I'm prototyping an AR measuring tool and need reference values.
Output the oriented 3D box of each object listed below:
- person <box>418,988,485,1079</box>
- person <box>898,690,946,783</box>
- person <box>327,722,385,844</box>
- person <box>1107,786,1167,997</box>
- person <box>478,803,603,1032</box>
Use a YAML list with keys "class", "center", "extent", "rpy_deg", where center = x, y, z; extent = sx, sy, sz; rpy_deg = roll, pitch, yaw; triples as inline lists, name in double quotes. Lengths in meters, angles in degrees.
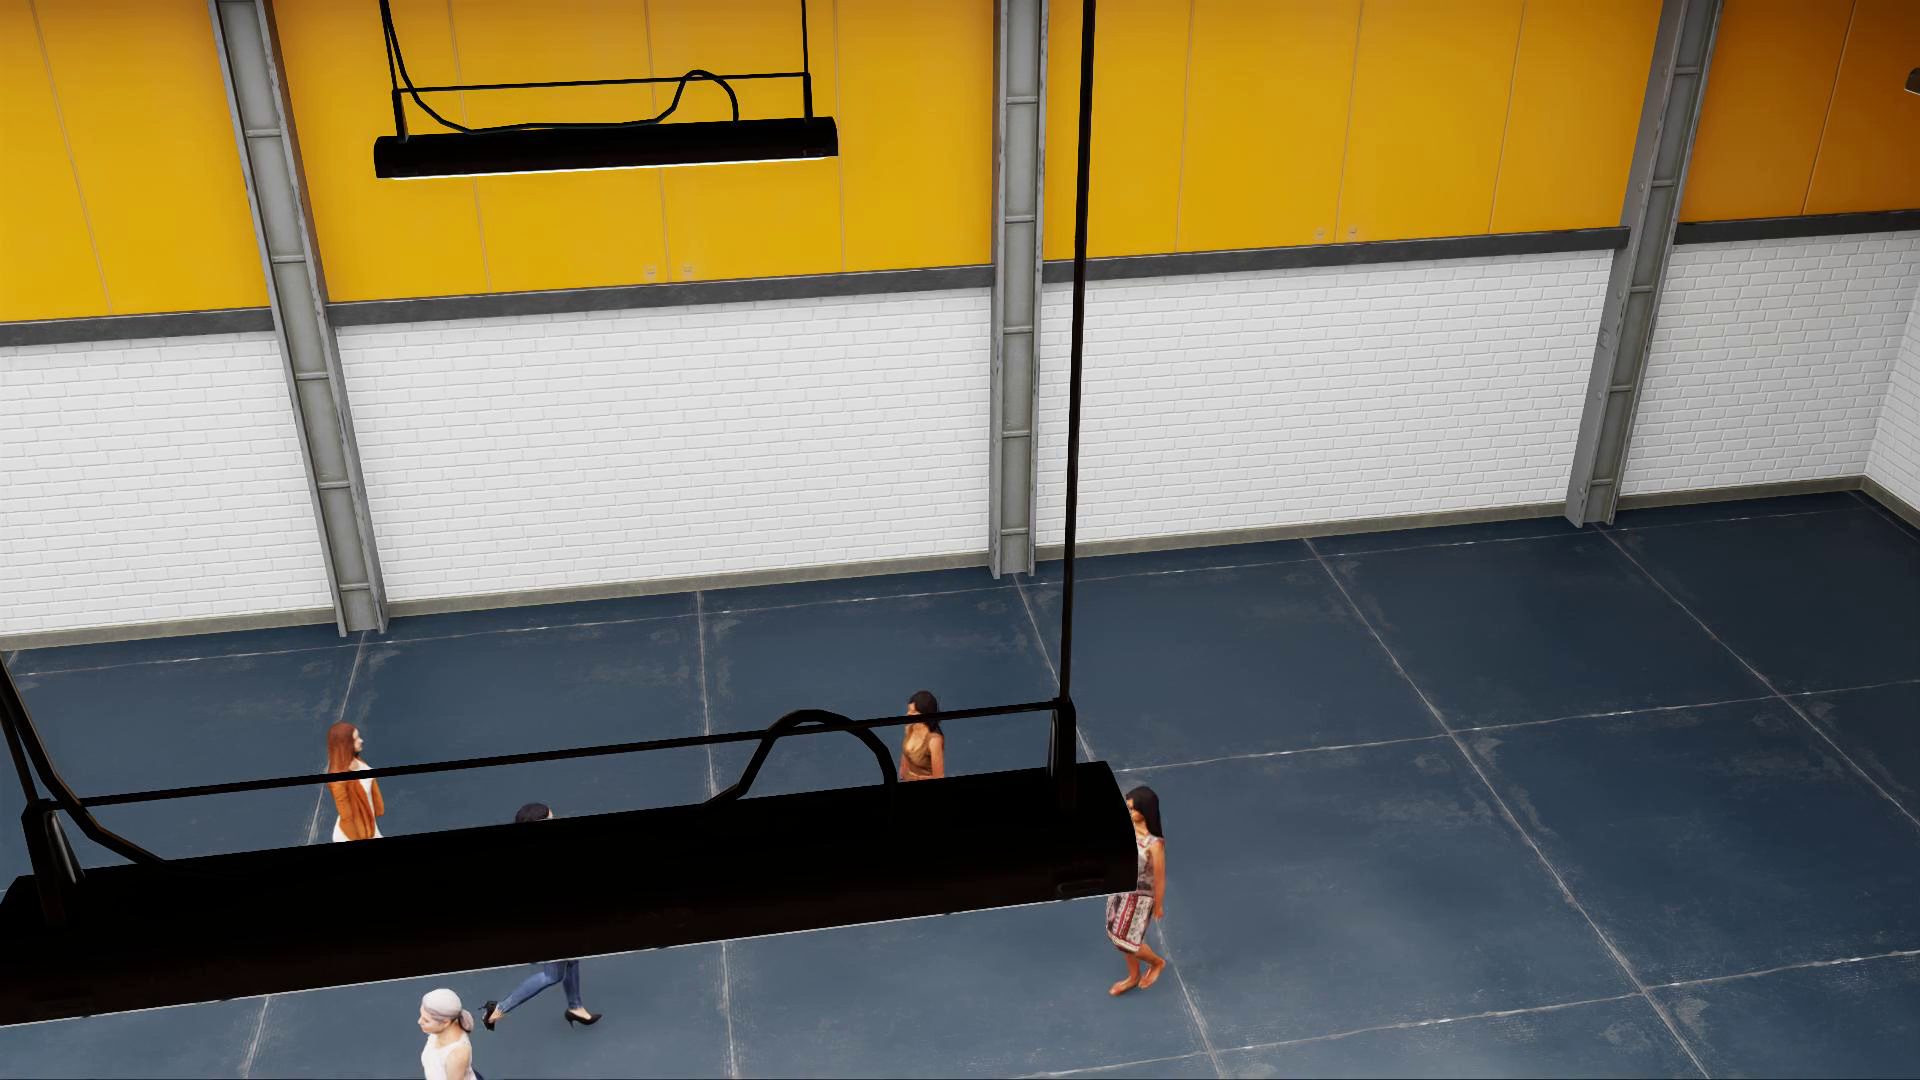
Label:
- class: "person"
  center: [-2.628, 3.088, 9.134]
  extent: [0.866, 1.688, 0.761]
  rpy_deg: [-17, 33, -28]
- class: "person"
  center: [-0.235, 1.749, 11.590]
  extent: [0.634, 1.686, 0.643]
  rpy_deg: [-16, 32, -27]
- class: "person"
  center: [-4.069, 1.952, 11.182]
  extent: [0.550, 1.721, 0.593]
  rpy_deg: [-5, 29, -8]
- class: "person"
  center: [1.197, 2.248, 10.730]
  extent: [0.777, 1.635, 0.742]
  rpy_deg: [-14, 32, -24]
- class: "person"
  center: [-2.632, 2.417, 10.274]
  extent: [1.022, 1.775, 0.728]
  rpy_deg: [-11, 31, -20]
